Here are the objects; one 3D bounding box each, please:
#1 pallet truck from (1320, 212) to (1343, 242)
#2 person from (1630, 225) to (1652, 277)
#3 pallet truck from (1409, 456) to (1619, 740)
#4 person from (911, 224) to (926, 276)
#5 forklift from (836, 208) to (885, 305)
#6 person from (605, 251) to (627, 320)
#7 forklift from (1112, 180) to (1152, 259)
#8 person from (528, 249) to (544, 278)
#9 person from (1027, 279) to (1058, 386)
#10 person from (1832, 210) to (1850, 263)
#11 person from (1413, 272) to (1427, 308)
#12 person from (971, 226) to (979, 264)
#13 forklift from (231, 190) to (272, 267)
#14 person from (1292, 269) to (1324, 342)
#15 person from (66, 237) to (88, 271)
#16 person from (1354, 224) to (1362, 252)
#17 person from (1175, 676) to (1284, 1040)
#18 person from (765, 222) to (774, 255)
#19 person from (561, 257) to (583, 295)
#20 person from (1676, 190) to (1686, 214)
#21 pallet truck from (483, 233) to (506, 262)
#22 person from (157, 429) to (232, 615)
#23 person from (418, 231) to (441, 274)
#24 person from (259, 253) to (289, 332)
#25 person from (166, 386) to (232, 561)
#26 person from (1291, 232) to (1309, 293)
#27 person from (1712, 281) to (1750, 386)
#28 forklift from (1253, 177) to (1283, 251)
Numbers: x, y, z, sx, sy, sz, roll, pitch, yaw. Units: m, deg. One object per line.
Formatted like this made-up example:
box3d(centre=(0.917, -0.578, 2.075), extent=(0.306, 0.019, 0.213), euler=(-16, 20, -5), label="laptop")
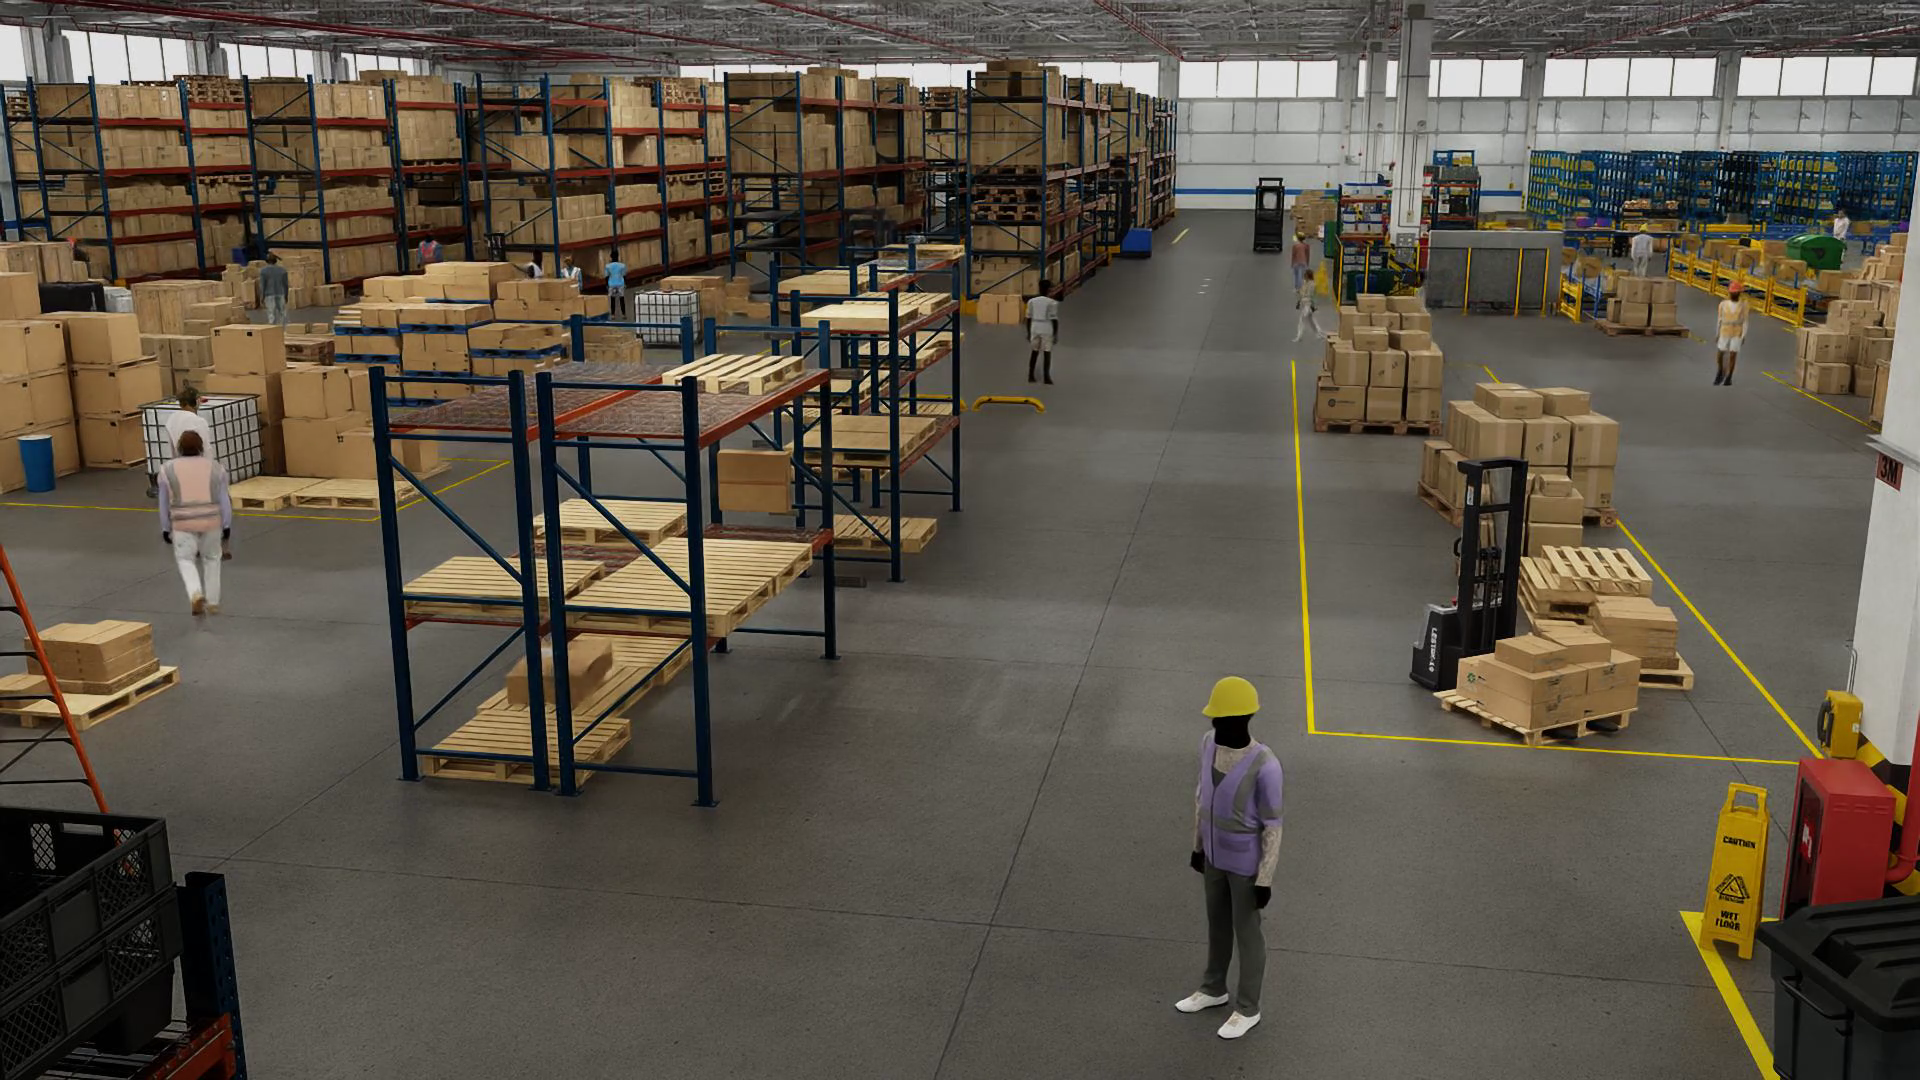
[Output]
box3d(centre=(15.874, -13.227, 70.310), extent=(0.680, 1.201, 1.601), euler=(10, 17, 35), label="pallet truck")
box3d(centre=(20.744, -8.693, 50.705), extent=(0.596, 1.814, 0.542), euler=(3, 14, 14), label="person")
box3d(centre=(4.504, 0.400, 13.395), extent=(0.823, 1.965, 1.885), euler=(-6, 15, -23), label="pallet truck")
box3d(centre=(-1.321, -9.304, 53.481), extent=(0.548, 1.653, 0.859), euler=(4, 14, 14), label="person")
box3d(centre=(-2.254, -6.445, 39.370), extent=(1.129, 2.768, 1.873), euler=(3, 14, 10), label="forklift")
box3d(centre=(-8.526, -6.315, 41.287), extent=(0.532, 1.694, 0.319), euler=(-2, 14, -7), label="person")
box3d(centre=(6.082, -11.722, 60.796), extent=(1.873, 2.768, 1.129), euler=(2, 14, 9), label="forklift")
box3d(centre=(-10.112, -5.971, 39.523), extent=(0.870, 1.886, 0.640), euler=(4, 14, 15), label="person")
box3d(centre=(1.521, -3.828, 30.653), extent=(0.612, 1.958, 0.383), euler=(7, 16, 27), label="person")
box3d(centre=(30.917, -10.693, 58.649), extent=(0.782, 1.879, 0.663), euler=(-4, 14, -15), label="person")
box3d(centre=(9.301, -4.496, 33.620), extent=(0.893, 1.837, 0.515), euler=(4, 14, 16), label="person")
box3d(centre=(0.490, -10.492, 57.525), extent=(0.378, 2.044, 0.607), euler=(-5, 15, -20), label="person")
box3d(centre=(-21.542, -9.327, 51.073), extent=(1.873, 2.768, 1.129), euler=(13, 19, 41), label="forklift")
box3d(centre=(7.797, -5.236, 37.084), extent=(0.791, 1.606, 0.518), euler=(-3, 14, -12), label="person")
box3d(centre=(-22.571, -6.726, 42.377), extent=(0.845, 1.962, 0.641), euler=(0, 14, -2), label="person")
box3d(centre=(13.424, -9.989, 56.369), extent=(0.720, 1.610, 0.499), euler=(5, 15, 19), label="person")
box3d(centre=(1.400, 1.622, 8.578), extent=(0.380, 1.928, 0.586), euler=(-8, 16, -29), label="person")
box3d(centre=(-7.135, -11.641, 63.056), extent=(0.494, 1.624, 0.285), euler=(-4, 14, -17), label="person")
box3d(centre=(-9.387, -6.029, 40.257), extent=(0.523, 1.631, 0.313), euler=(0, 14, 2), label="person")
box3d(centre=(35.231, -16.163, 81.038), extent=(0.827, 1.795, 0.616), euler=(5, 15, 18), label="person")
box3d(centre=(-11.832, -7.026, 43.548), extent=(1.885, 1.965, 0.823), euler=(8, 16, 28), label="pallet truck")
box3d(centre=(-7.310, -0.145, 15.956), extent=(0.644, 1.830, 0.491), euler=(-8, 16, -29), label="person")
box3d(centre=(-15.142, -7.923, 47.582), extent=(0.620, 1.809, 0.871), euler=(2, 14, 10), label="person")
box3d(centre=(-15.419, -5.482, 37.431), extent=(0.370, 1.933, 0.633), euler=(13, 19, 43), label="person")
box3d(centre=(-8.280, -0.709, 18.022), extent=(0.627, 1.940, 0.373), euler=(8, 16, 30), label="person")
box3d(centre=(9.835, -8.023, 48.097), extent=(0.542, 1.759, 0.469), euler=(-2, 14, -8), label="person")
box3d(centre=(14.129, -3.772, 30.479), extent=(0.540, 1.919, 0.647), euler=(9, 16, 32), label="person")
box3d(centre=(12.083, -12.747, 64.956), extent=(1.129, 2.768, 1.873), euler=(3, 14, 10), label="forklift")
